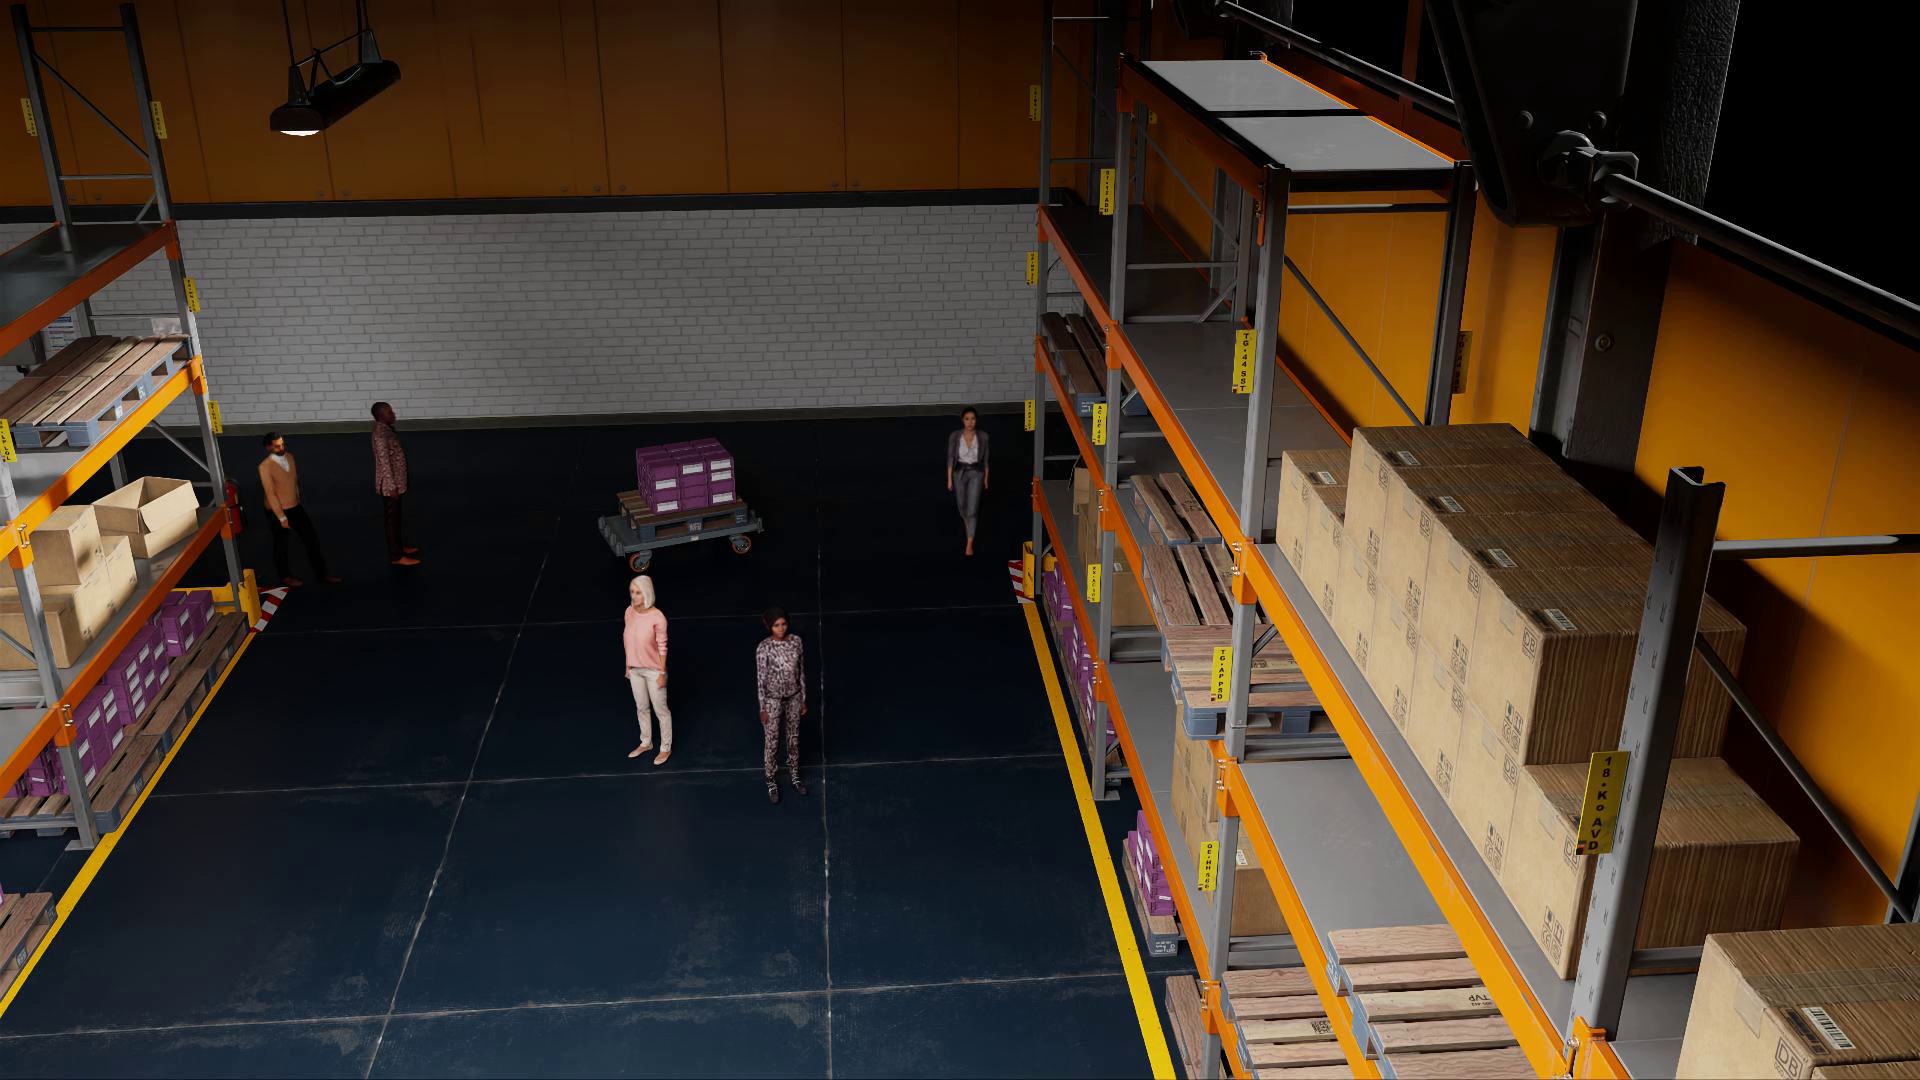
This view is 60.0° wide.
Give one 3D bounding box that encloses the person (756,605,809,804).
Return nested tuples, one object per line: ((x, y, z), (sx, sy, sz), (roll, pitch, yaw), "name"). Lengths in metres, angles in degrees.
((-1.454, 1.324, 13.591), (0.659, 1.714, 0.676), (-12, 26, -25), "person")

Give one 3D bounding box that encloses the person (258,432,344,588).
((-7.089, -0.302, 17.291), (0.984, 1.729, 1.009), (9, 25, 20), "person")

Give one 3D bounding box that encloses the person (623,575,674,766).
((-2.652, 1.081, 14.134), (0.682, 1.724, 0.698), (12, 26, 25), "person")

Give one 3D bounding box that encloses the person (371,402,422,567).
((-6.151, -0.627, 17.937), (0.790, 1.808, 0.600), (-7, 25, -15), "person")

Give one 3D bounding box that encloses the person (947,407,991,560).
((0.091, -0.675, 18.253), (0.746, 1.643, 1.129), (2, 24, 5), "person")
